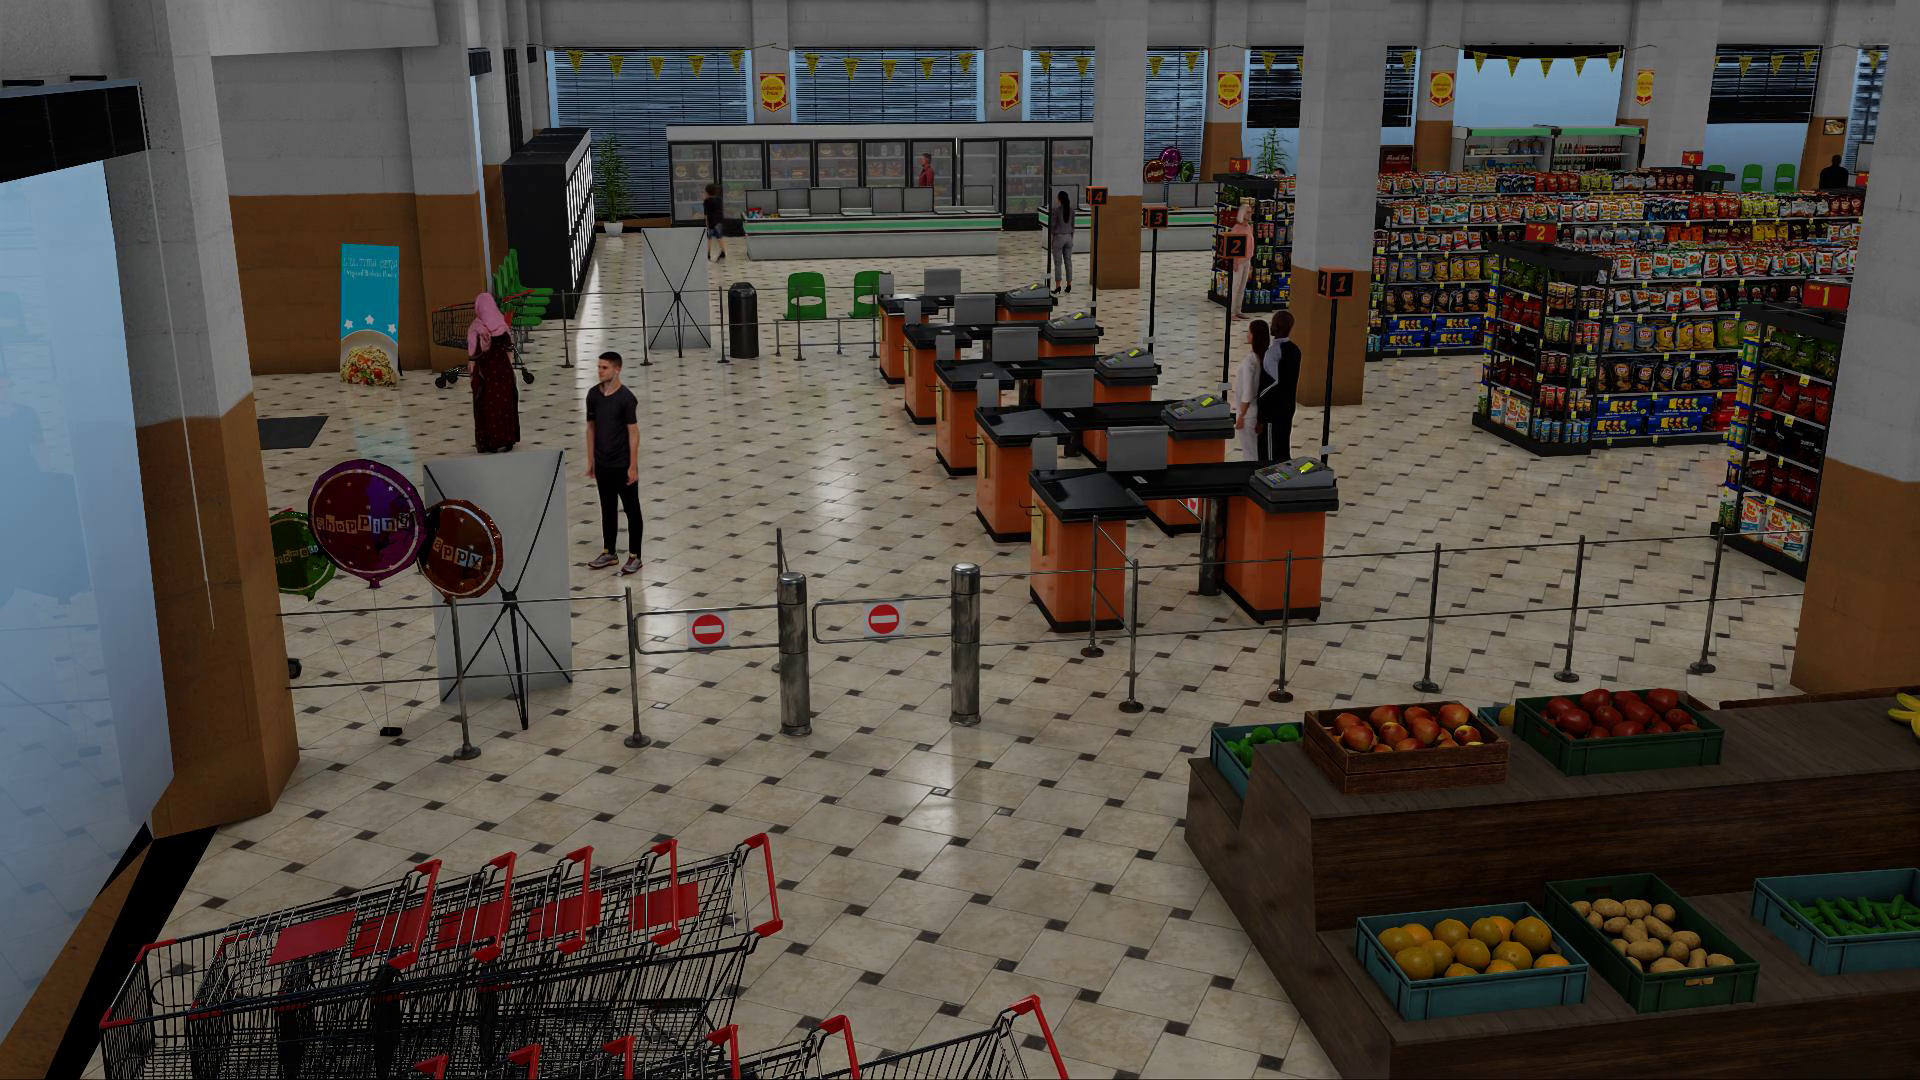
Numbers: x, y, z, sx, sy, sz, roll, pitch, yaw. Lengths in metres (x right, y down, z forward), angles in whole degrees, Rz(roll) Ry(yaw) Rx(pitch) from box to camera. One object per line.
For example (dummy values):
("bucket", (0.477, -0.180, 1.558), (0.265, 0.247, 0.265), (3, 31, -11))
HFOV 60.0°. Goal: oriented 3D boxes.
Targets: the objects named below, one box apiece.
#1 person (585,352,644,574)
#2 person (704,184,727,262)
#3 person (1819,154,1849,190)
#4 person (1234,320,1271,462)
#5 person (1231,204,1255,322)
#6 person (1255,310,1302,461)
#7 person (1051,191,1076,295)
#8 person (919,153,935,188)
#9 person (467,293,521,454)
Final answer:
("person", (-2.721, -0.622, 13.179), (0.690, 1.764, 0.780), (8, 19, 25))
("person", (-4.599, -5.926, 31.264), (1.012, 1.405, 0.856), (-11, 20, -32))
("person", (17.727, -6.924, 33.843), (0.785, 1.818, 0.830), (13, 21, 36))
("person", (2.684, -1.165, 15.100), (0.744, 1.688, 0.666), (14, 22, 39))
("person", (4.220, -4.174, 24.947), (0.740, 1.724, 0.653), (15, 22, 40))
("person", (2.814, -1.135, 14.760), (0.800, 1.828, 0.701), (15, 22, 41))
("person", (1.691, -4.914, 27.463), (0.628, 1.678, 0.749), (-9, 19, -26))
("person", (-0.665, -6.975, 33.987), (0.556, 1.831, 0.698), (-2, 17, -6))
("person", (-4.784, -1.714, 16.992), (0.694, 1.639, 0.812), (-12, 21, -35))
